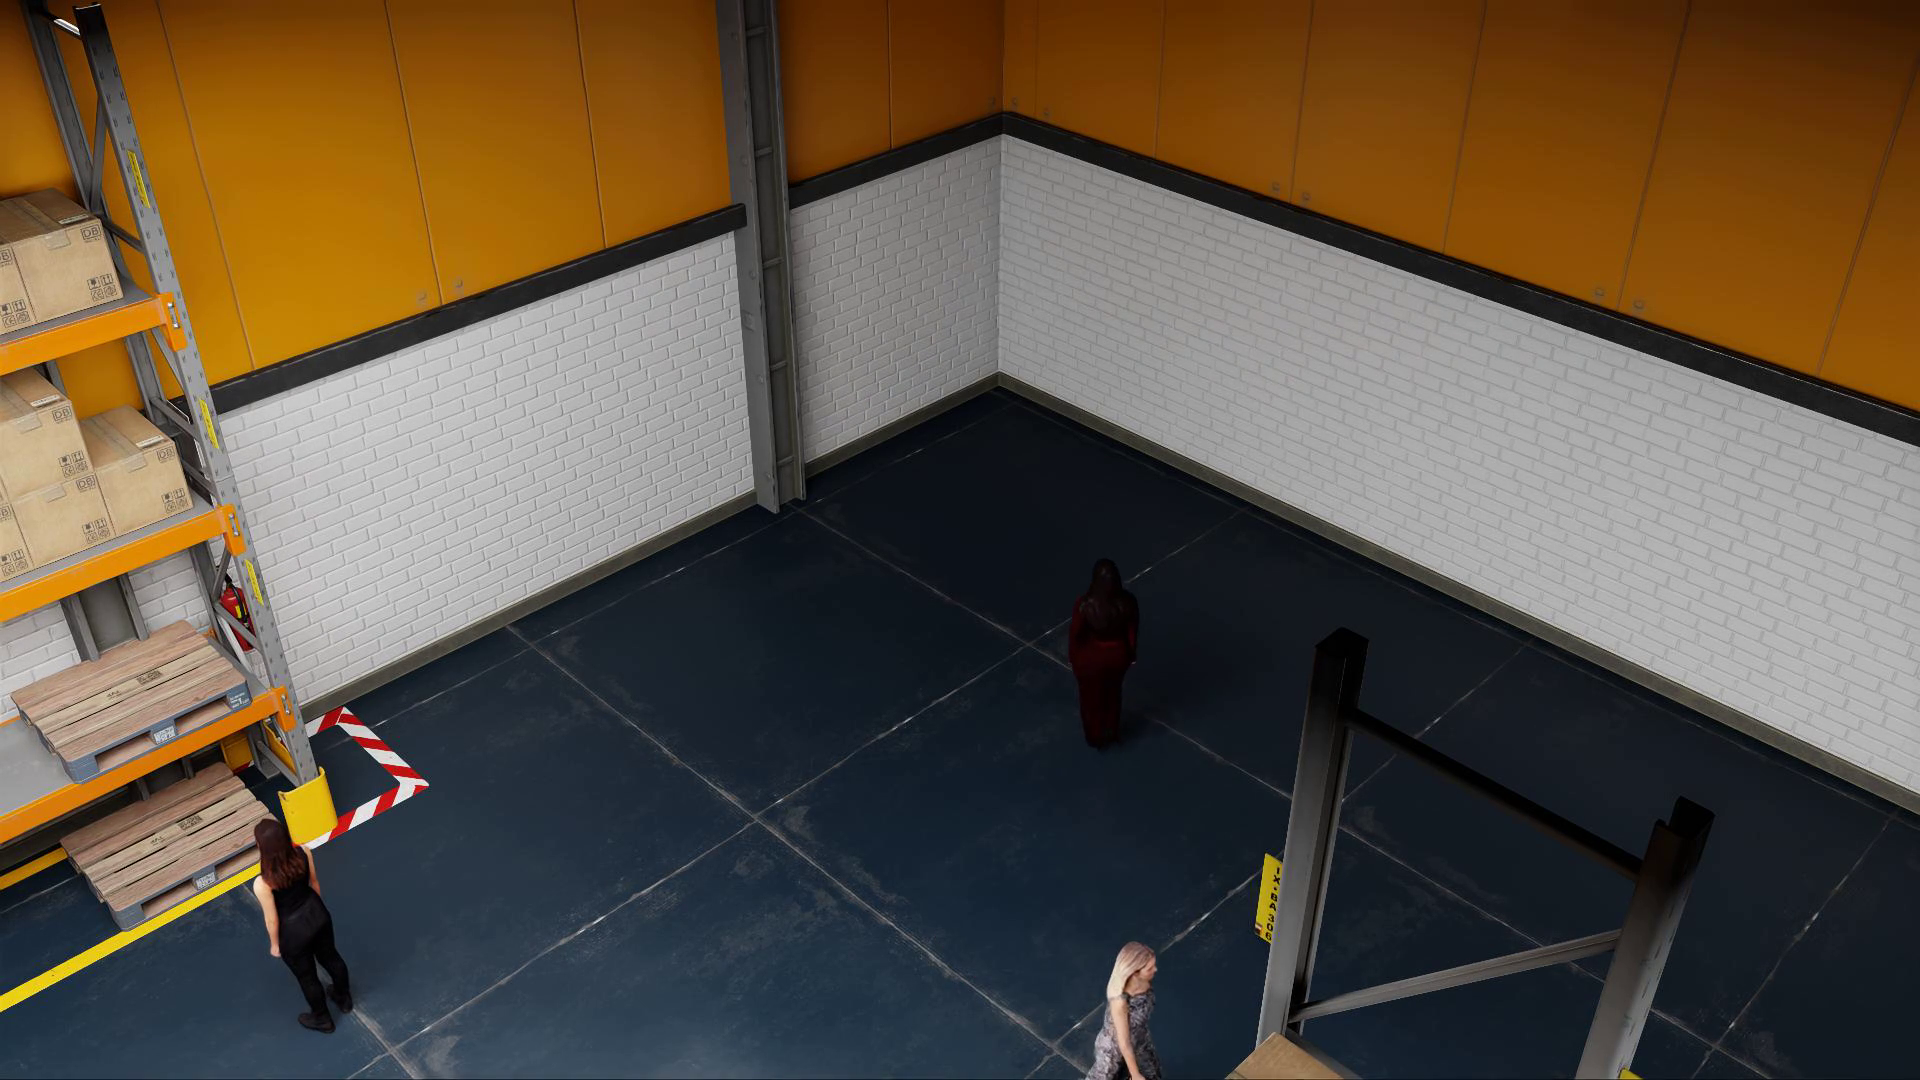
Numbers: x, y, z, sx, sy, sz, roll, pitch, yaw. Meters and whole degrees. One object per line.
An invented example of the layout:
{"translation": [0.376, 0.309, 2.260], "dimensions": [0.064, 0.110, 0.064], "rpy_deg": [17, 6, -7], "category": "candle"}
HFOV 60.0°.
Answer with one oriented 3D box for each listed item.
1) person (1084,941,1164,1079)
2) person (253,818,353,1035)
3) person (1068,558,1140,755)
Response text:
{"translation": [0.840, 2.909, 9.608], "dimensions": [0.804, 1.663, 1.041], "rpy_deg": [19, 38, 26], "category": "person"}
{"translation": [-4.108, 2.398, 10.355], "dimensions": [0.712, 1.687, 0.571], "rpy_deg": [16, 37, 23], "category": "person"}
{"translation": [1.099, 0.942, 12.494], "dimensions": [0.766, 1.744, 0.856], "rpy_deg": [-7, 34, -10], "category": "person"}
